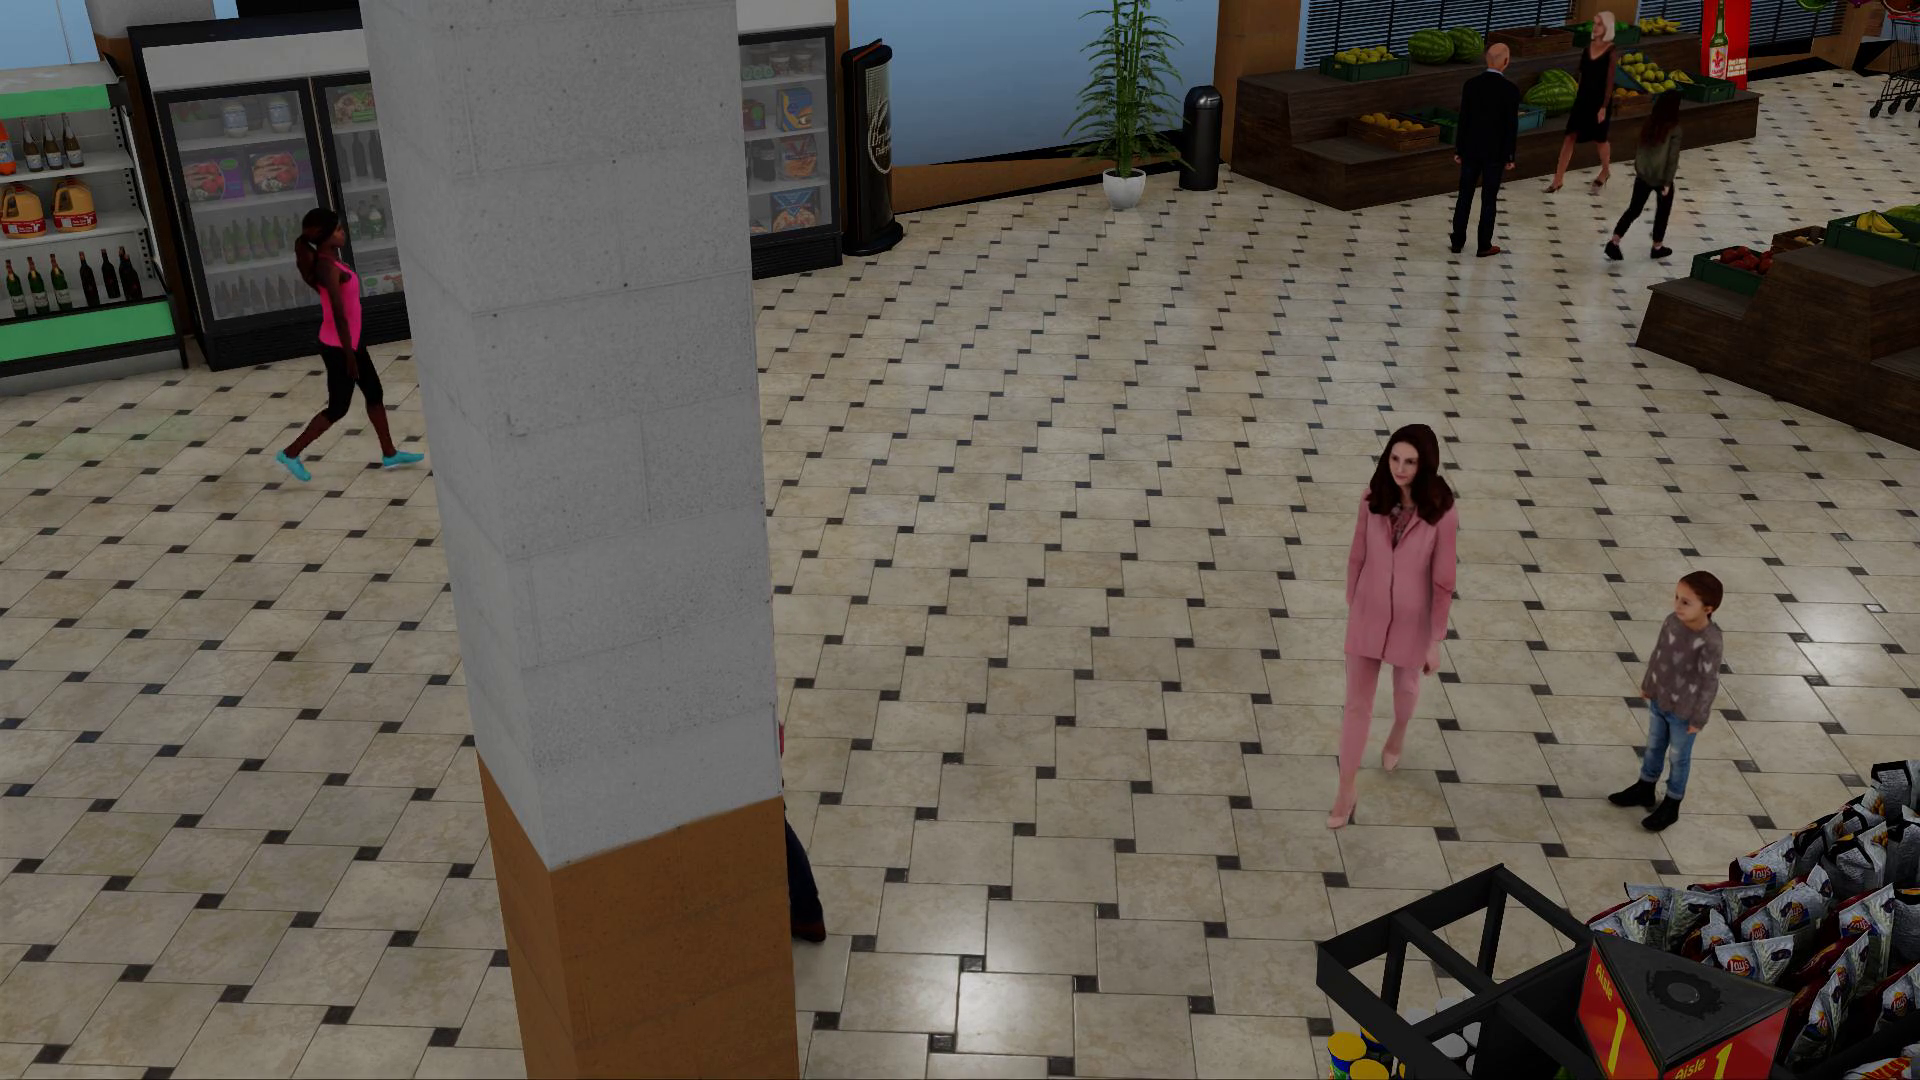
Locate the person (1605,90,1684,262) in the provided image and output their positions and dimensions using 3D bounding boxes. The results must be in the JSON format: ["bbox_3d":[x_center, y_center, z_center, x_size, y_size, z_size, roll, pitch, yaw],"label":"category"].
[{"bbox_3d":[5.818,-3.047,14.079,0.943,1.445,0.575,-15,31,-27],"label":"person"}]

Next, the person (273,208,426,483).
[{"bbox_3d":[-3.822,-1.135,10.034,1.125,1.695,0.661,-10,29,-20],"label":"person"}]

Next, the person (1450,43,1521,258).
[{"bbox_3d":[4.496,-3.338,14.260,0.761,1.800,0.742,18,32,31],"label":"person"}]

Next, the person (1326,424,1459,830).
[{"bbox_3d":[1.892,0.328,7.089,1.005,1.749,1.208,14,30,26],"label":"person"}]

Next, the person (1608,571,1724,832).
[{"bbox_3d":[3.040,0.671,7.033,0.466,1.186,0.510,-10,28,-18],"label":"person"}]

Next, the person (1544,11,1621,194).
[{"bbox_3d":[6.160,-4.175,16.022,1.029,1.701,0.602,-14,30,-26],"label":"person"}]
